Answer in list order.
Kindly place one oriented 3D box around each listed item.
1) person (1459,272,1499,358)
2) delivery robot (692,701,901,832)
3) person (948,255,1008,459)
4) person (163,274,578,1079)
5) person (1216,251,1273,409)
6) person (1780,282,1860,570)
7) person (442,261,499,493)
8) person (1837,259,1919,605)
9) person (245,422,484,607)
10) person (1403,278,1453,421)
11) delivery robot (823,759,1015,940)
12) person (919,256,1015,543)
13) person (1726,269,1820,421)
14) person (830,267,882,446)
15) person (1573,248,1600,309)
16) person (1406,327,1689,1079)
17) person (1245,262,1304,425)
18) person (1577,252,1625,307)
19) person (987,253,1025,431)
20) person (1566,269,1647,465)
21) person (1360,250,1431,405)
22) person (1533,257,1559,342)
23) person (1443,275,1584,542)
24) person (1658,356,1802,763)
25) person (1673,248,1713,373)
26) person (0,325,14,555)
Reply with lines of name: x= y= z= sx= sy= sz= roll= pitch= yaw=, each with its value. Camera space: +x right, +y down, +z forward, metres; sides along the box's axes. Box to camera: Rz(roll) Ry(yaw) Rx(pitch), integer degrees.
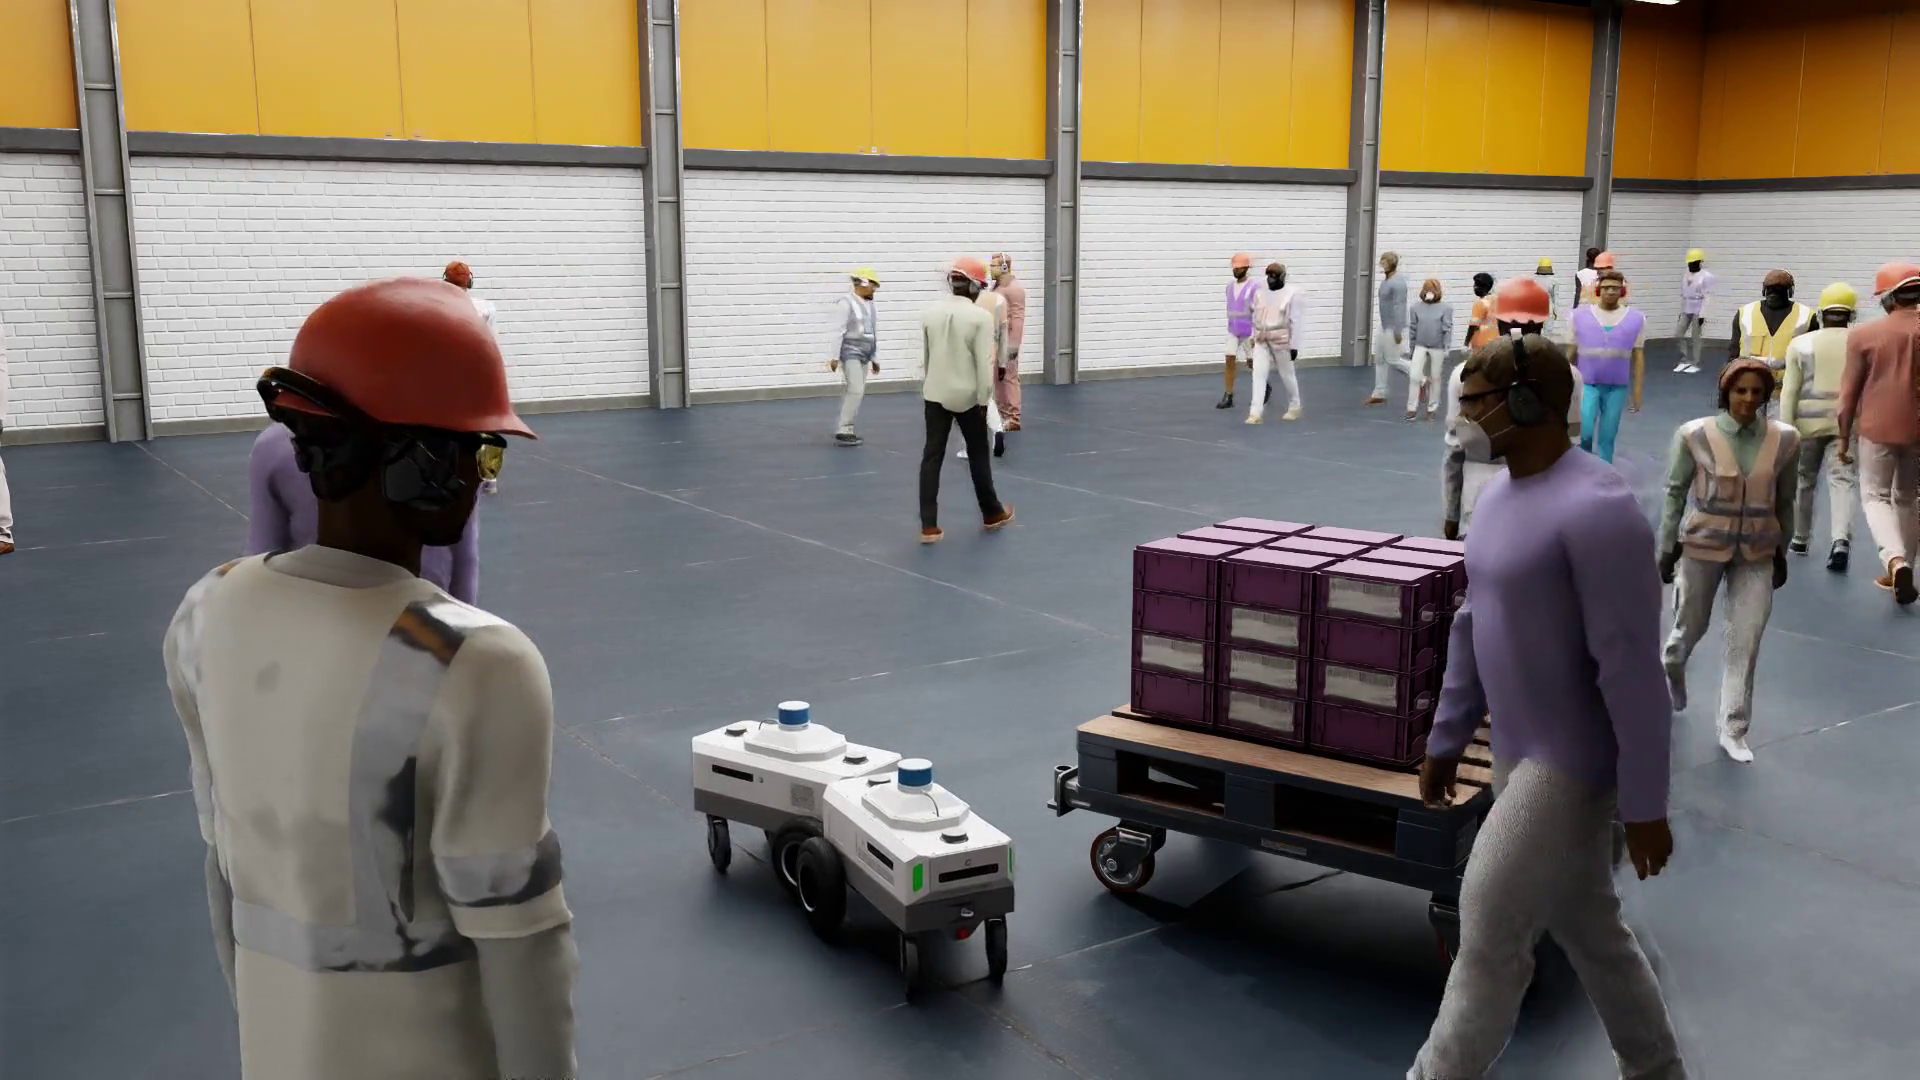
person: x=5.897 y=-2.188 z=18.870 sx=0.483 sy=1.676 sz=0.545 roll=6 pitch=12 yaw=28
delivery robot: x=-0.544 y=0.772 z=5.457 sx=0.707 sy=0.478 sz=0.477 roll=7 pitch=13 yaw=35
person: x=0.177 y=-1.673 z=15.422 sx=0.592 sy=1.911 sz=0.614 roll=-4 pitch=11 yaw=-20
person: x=-0.712 y=0.682 z=2.173 sx=0.613 sy=2.030 sz=0.404 roll=6 pitch=12 yaw=30
person: x=3.497 y=-2.570 z=20.348 sx=0.899 sy=1.911 sz=0.551 roll=-9 pitch=14 yaw=-42
person: x=5.509 y=-0.727 z=10.522 sx=0.597 sy=1.805 sz=0.882 roll=3 pitch=11 yaw=17
person: x=-3.988 y=-1.293 z=13.397 sx=0.584 sy=1.880 sz=0.337 roll=-7 pitch=13 yaw=-35
person: x=5.348 y=-0.605 z=9.440 sx=0.624 sy=1.958 sz=0.823 roll=2 pitch=10 yaw=8
person: x=-1.661 y=0.297 z=4.712 sx=0.657 sy=1.876 sz=0.575 roll=-4 pitch=11 yaw=-20
person: x=5.283 y=-2.136 z=18.761 sx=0.500 sy=1.609 sz=0.659 roll=5 pitch=12 yaw=27
delivery robot: x=-0.130 y=0.883 z=4.852 sx=0.477 sy=0.478 sz=0.707 roll=-5 pitch=12 yaw=-26
person: x=0.013 y=-0.980 z=11.514 sx=0.648 sy=1.928 sz=1.002 roll=6 pitch=12 yaw=31
person: x=6.156 y=-1.136 z=12.667 sx=0.621 sy=1.838 sz=0.429 roll=5 pitch=12 yaw=27
person: x=-1.032 y=-1.835 z=16.656 sx=0.419 sy=1.775 sz=0.656 roll=5 pitch=11 yaw=24
person: x=9.223 y=-3.303 z=24.313 sx=0.598 sy=1.917 sz=0.375 roll=-3 pitch=11 yaw=-15
person: x=1.230 y=0.490 z=3.627 sx=0.991 sy=1.876 sz=0.664 roll=0 pitch=10 yaw=-2
person: x=3.559 y=-2.204 z=18.623 sx=0.637 sy=1.805 sz=0.939 roll=9 pitch=13 yaw=39
person: x=8.116 y=-2.690 z=21.071 sx=1.037 sy=1.890 sz=0.545 roll=-10 pitch=14 yaw=-42
person: x=0.445 y=-2.124 z=17.889 sx=0.402 sy=1.906 sz=0.652 roll=-4 pitch=11 yaw=-22
person: x=4.977 y=-1.176 z=12.882 sx=0.598 sy=1.830 sz=0.451 roll=3 pitch=11 yaw=15
person: x=5.405 y=-2.603 z=20.504 sx=0.766 sy=1.918 sz=0.642 roll=-1 pitch=10 yaw=-3
person: x=9.458 y=-3.709 z=27.027 sx=0.492 sy=1.741 sz=0.313 roll=3 pitch=11 yaw=15
person: x=2.326 y=-0.153 z=7.048 sx=0.545 sy=1.925 sz=0.492 roll=2 pitch=10 yaw=8
person: x=3.126 y=0.040 z=6.857 sx=0.521 sy=1.613 sz=0.743 roll=2 pitch=10 yaw=8
person: x=11.185 y=-3.491 z=25.394 sx=0.542 sy=1.896 sz=0.637 roll=-4 pitch=11 yaw=-22
person: x=-6.478 y=-0.828 z=10.781 sx=0.652 sy=1.906 sz=0.403 roll=4 pitch=11 yaw=21
